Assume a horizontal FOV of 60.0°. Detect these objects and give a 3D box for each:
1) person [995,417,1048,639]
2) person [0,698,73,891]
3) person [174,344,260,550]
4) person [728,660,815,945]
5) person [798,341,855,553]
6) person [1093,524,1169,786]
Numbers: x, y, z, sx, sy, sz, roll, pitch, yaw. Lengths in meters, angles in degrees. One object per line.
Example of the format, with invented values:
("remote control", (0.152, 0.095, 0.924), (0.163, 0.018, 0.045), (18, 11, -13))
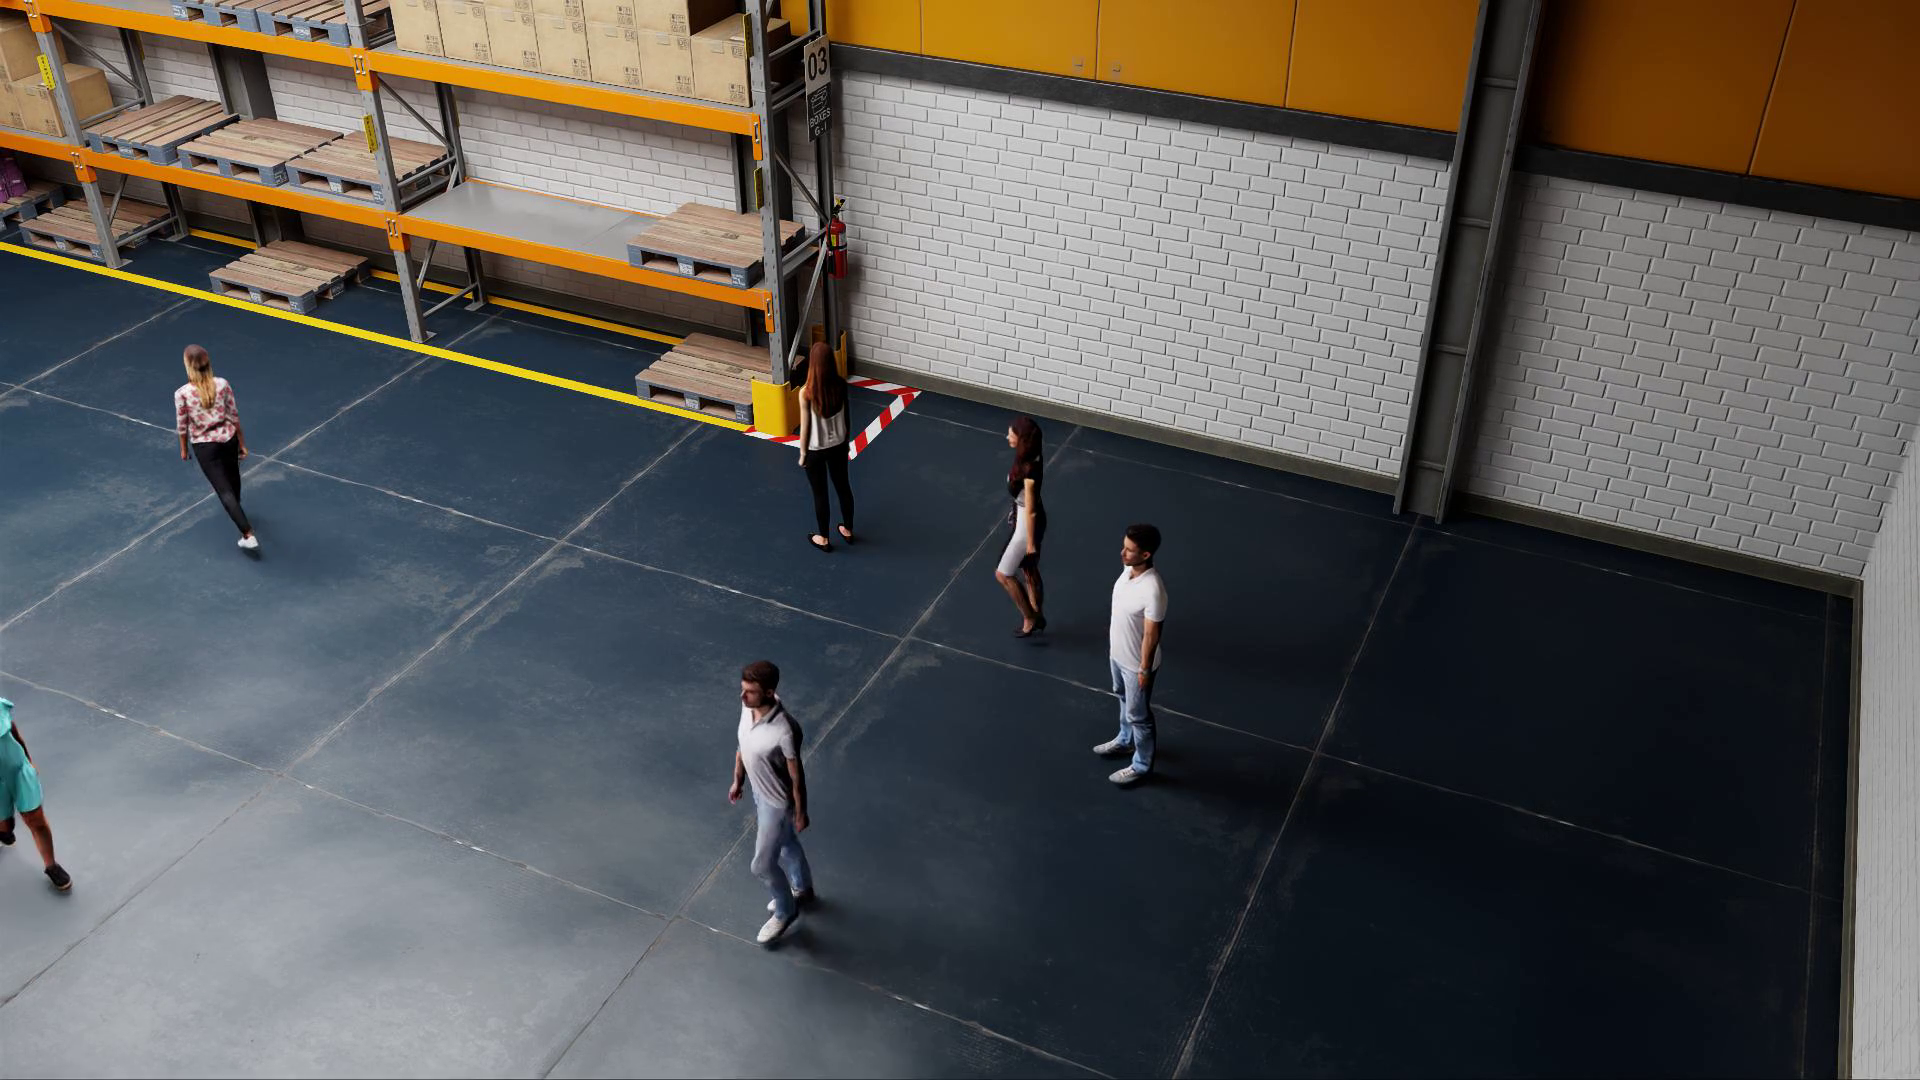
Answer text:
("person", (0.548, -0.061, 11.481), (0.678, 1.787, 0.675), (5, 34, 7))
("person", (-5.565, 1.334, 9.604), (0.998, 1.542, 0.724), (26, 42, 33))
("person", (-5.593, -0.669, 12.573), (1.189, 1.590, 0.843), (29, 43, 36))
("person", (-0.955, 1.383, 9.269), (0.864, 1.832, 0.795), (-20, 38, -27))
("person", (-1.002, -0.699, 12.500), (0.662, 1.721, 0.671), (-20, 38, -27))
("person", (1.092, 0.680, 10.300), (0.777, 1.861, 0.751), (-7, 34, -10))
